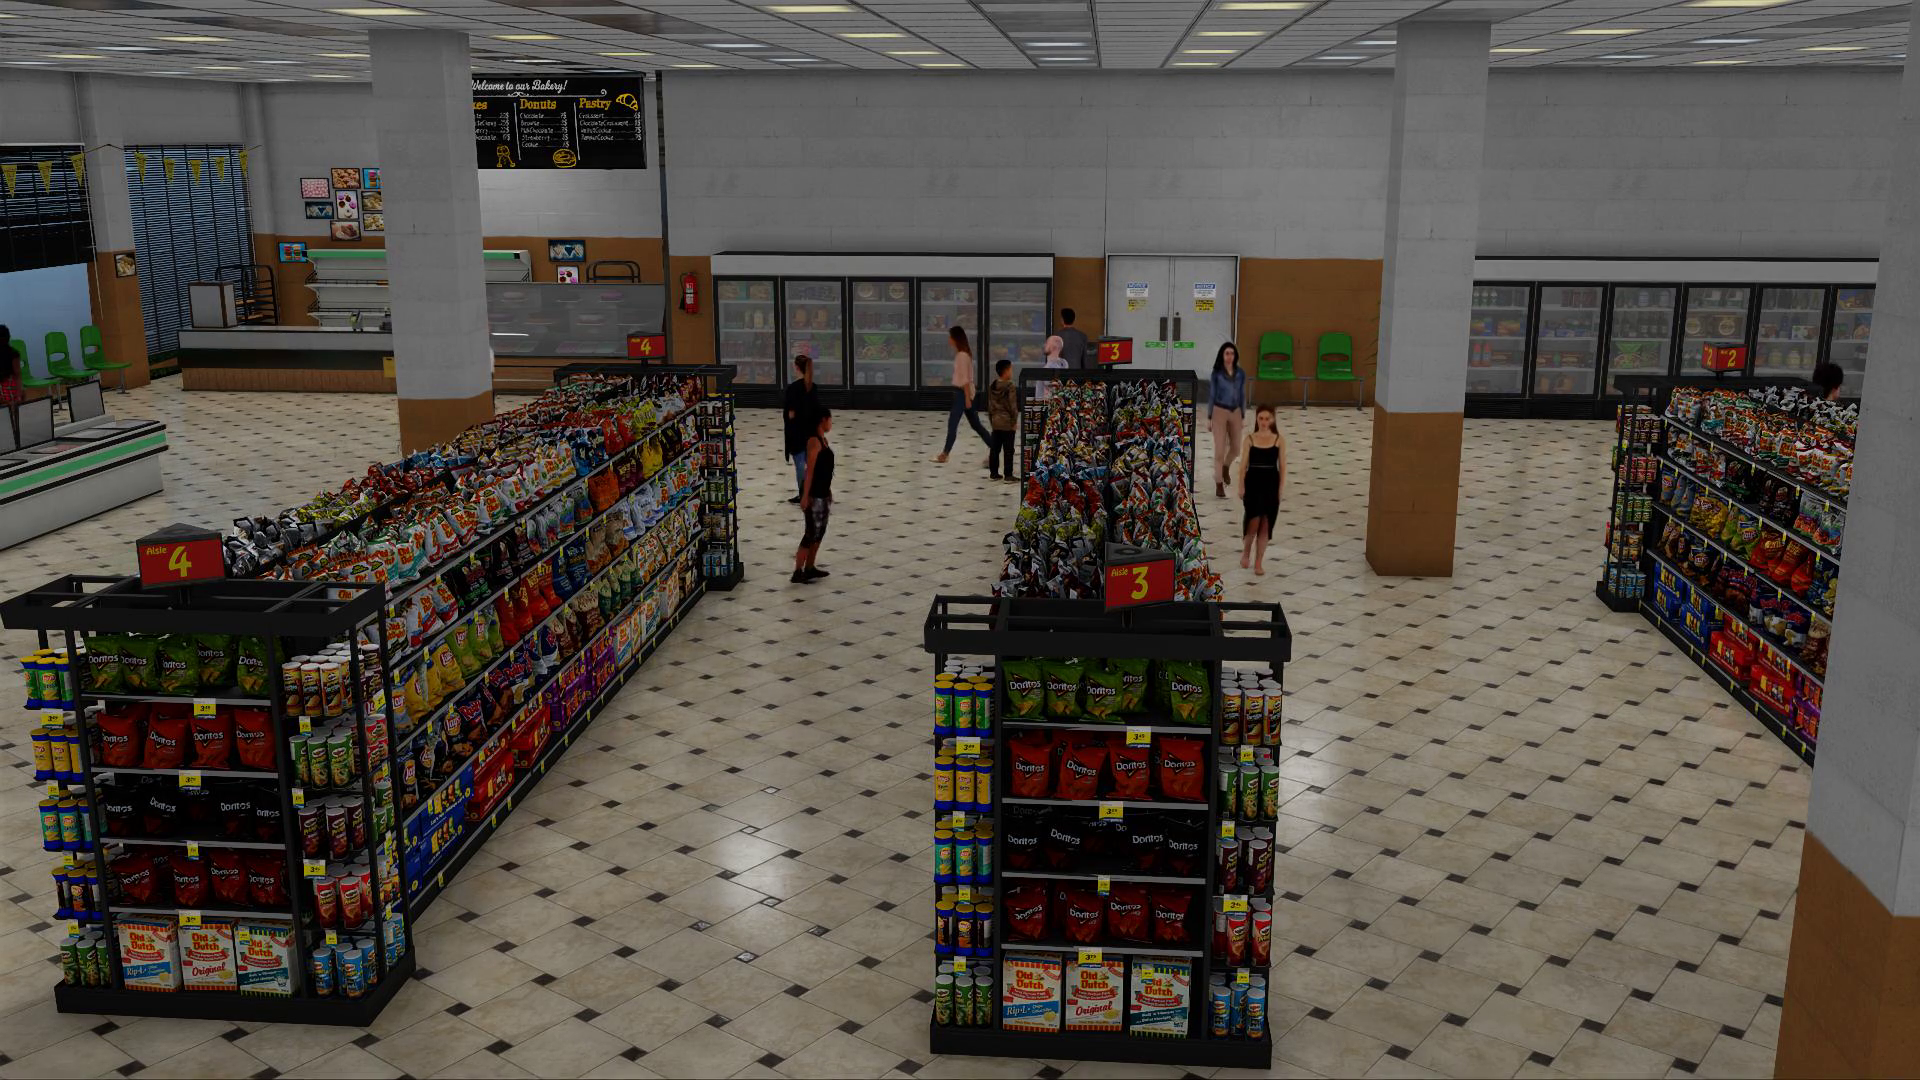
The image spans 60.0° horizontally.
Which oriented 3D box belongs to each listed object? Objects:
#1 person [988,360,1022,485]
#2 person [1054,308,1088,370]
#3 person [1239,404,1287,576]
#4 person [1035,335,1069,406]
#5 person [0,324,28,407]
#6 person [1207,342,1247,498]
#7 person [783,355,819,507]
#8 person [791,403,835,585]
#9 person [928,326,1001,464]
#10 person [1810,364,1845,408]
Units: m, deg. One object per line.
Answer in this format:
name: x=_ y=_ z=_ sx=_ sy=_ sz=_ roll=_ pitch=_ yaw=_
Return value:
person: x=0.510 y=-1.413 z=19.785 sx=0.679 sy=1.454 sz=0.722 roll=12 pitch=18 yaw=39
person: x=1.412 y=-2.086 z=21.673 sx=0.778 sy=1.872 sz=0.791 roll=-7 pitch=15 yaw=-28
person: x=2.837 y=-0.486 z=15.624 sx=0.562 sy=1.614 sz=0.648 roll=1 pitch=14 yaw=6
person: x=1.051 y=-1.435 z=19.062 sx=0.805 sy=1.837 sz=0.654 roll=7 pitch=15 yaw=25
person: x=-12.081 y=-1.823 z=20.995 sx=0.723 sy=1.680 sz=1.184 roll=-1 pitch=14 yaw=-4
person: x=3.016 y=-1.383 z=19.012 sx=0.693 sy=1.760 sz=0.850 roll=-1 pitch=14 yaw=-4
person: x=-1.743 y=-1.229 z=18.538 sx=0.778 sy=1.684 sz=0.680 roll=11 pitch=17 yaw=38
person: x=-1.376 y=-0.409 z=15.253 sx=0.816 sy=1.639 sz=0.546 roll=5 pitch=15 yaw=21
person: x=0.144 y=-1.744 z=20.563 sx=0.714 sy=1.731 sz=1.044 roll=2 pitch=14 yaw=7
person: x=9.026 y=-1.004 z=17.574 sx=0.742 sy=1.702 sz=0.656 roll=-2 pitch=14 yaw=-9
